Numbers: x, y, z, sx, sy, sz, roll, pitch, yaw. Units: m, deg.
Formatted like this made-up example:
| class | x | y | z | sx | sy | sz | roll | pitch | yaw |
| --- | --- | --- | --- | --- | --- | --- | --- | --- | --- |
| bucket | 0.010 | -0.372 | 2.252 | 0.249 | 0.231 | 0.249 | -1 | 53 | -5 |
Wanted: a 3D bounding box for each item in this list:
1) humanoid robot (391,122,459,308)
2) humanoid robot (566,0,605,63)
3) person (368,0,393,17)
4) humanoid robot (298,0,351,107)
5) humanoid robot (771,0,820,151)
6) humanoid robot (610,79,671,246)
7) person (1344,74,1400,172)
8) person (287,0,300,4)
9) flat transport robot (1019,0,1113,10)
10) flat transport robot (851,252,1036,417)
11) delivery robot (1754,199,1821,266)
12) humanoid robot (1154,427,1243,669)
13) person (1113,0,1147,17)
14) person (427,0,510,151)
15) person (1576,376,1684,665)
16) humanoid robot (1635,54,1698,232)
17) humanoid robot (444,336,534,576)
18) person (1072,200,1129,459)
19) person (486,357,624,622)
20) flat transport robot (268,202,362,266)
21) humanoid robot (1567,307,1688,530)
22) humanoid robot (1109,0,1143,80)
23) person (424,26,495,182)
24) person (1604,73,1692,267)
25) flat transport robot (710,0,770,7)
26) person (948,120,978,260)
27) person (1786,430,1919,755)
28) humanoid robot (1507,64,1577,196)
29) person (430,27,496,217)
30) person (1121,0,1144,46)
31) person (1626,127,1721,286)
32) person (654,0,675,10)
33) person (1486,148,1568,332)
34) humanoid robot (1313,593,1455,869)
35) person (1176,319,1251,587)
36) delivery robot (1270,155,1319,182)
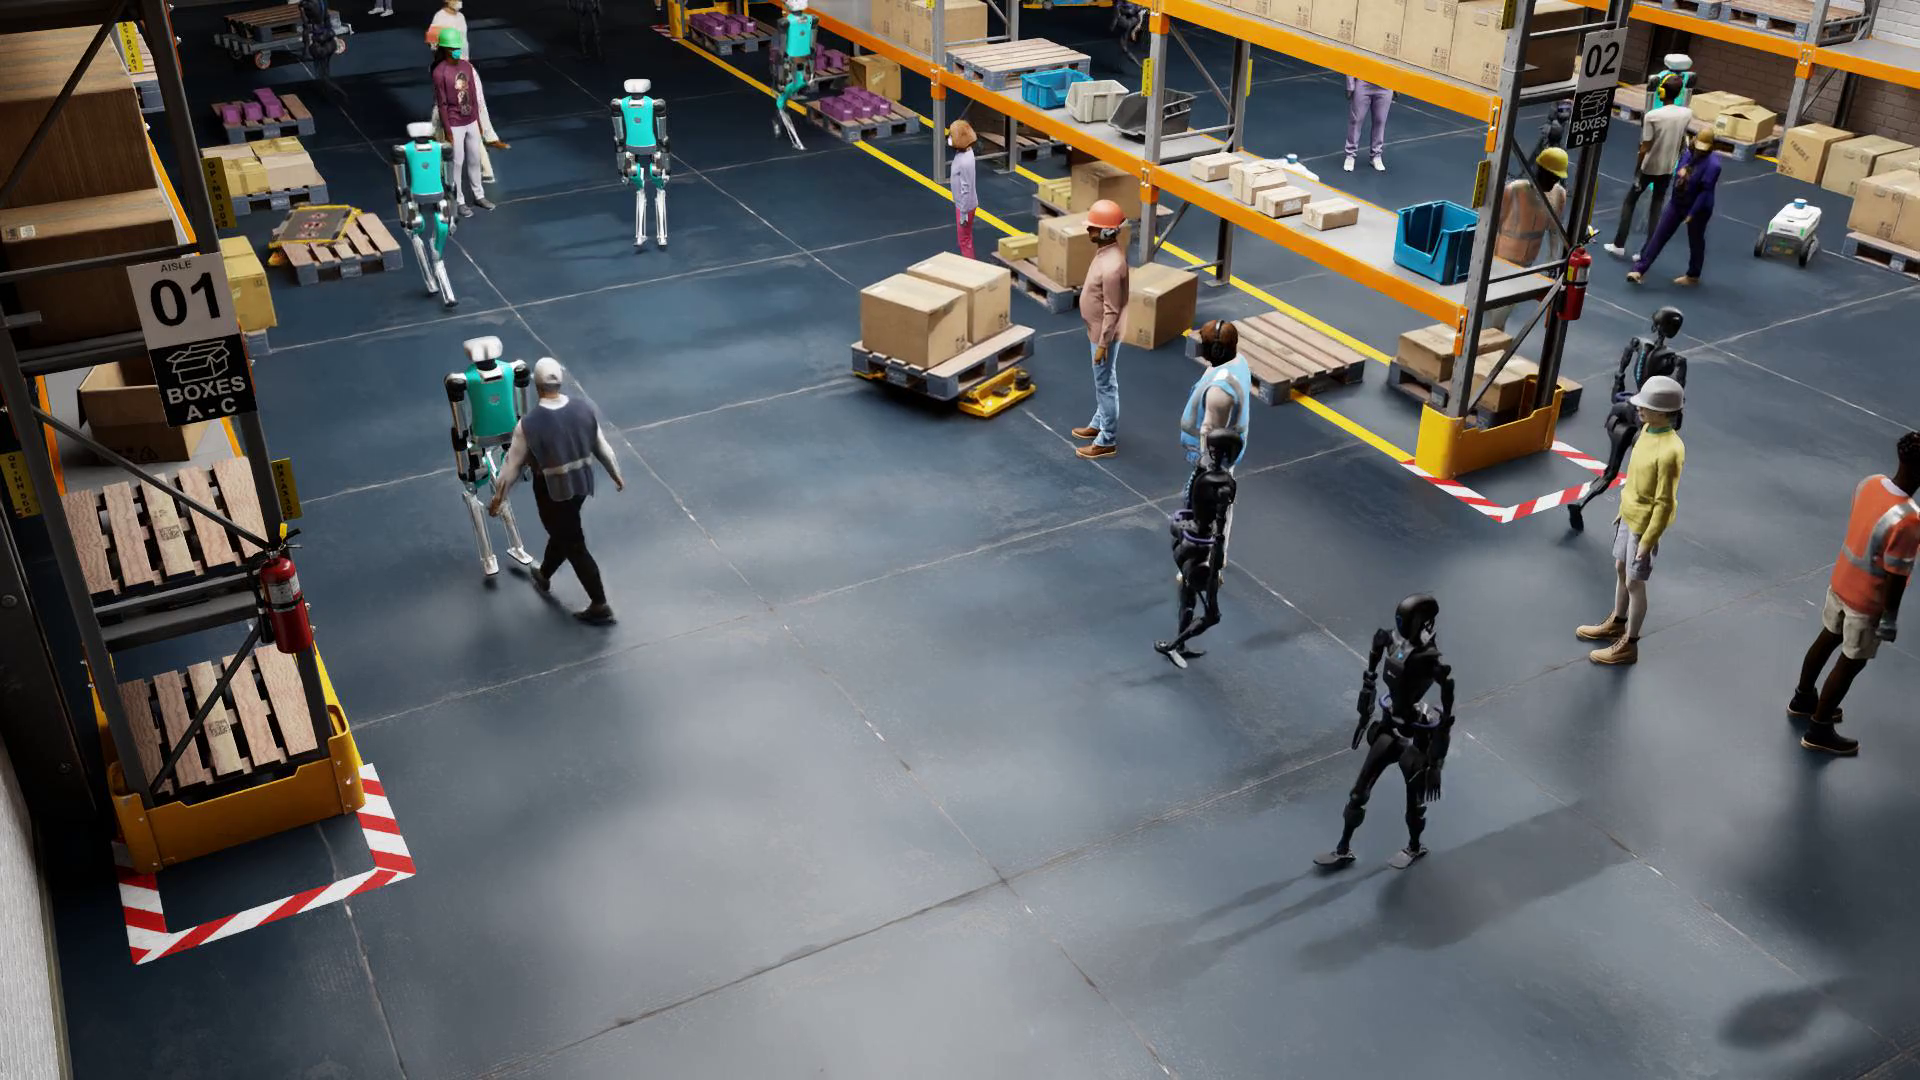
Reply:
| class | x | y | z | sx | sy | sz | roll | pitch | yaw |
| --- | --- | --- | --- | --- | --- | --- | --- | --- | --- |
| humanoid robot | -4.830 | -2.971 | 15.111 | 0.564 | 1.738 | 1.024 | -13 | 32 | -21 |
| humanoid robot | -5.172 | -7.454 | 22.958 | 0.599 | 1.657 | 0.315 | 11 | 32 | 19 |
| person | -8.998 | -8.892 | 25.515 | 0.498 | 1.633 | 0.278 | 22 | 36 | 33 |
| humanoid robot | -8.016 | -6.302 | 20.969 | 0.586 | 1.635 | 0.593 | 8 | 31 | 13 |
| humanoid robot | -2.069 | -5.494 | 19.519 | 0.545 | 1.777 | 0.957 | -21 | 36 | -32 |
| humanoid robot | -3.070 | -3.739 | 16.310 | 0.533 | 1.677 | 0.735 | 0 | 30 | -1 |
| person | 4.635 | -5.088 | 18.625 | 0.641 | 1.908 | 0.411 | 0 | 30 | -1 |
| person | -9.813 | -8.384 | 24.443 | 0.429 | 1.831 | 0.633 | 0 | 30 | 1 |
| flat transport robot | 1.657 | -8.604 | 26.387 | 1.431 | 0.231 | 0.659 | -3 | 30 | -6 |
| flat transport robot | -0.136 | -1.381 | 13.814 | 1.431 | 0.231 | 0.659 | 22 | 36 | 33 |
| delivery robot | 8.248 | -3.062 | 16.455 | 0.525 | 0.596 | 0.768 | 20 | 36 | 31 |
| humanoid robot | 1.411 | 0.045 | 9.919 | 0.388 | 1.643 | 0.621 | -4 | 30 | -7 |
| person | 2.564 | -8.906 | 25.364 | 0.689 | 1.814 | 0.337 | -17 | 34 | -26 |
| person | -5.863 | -5.457 | 19.288 | 1.027 | 1.898 | 0.634 | 9 | 31 | 15 |
| person | 4.079 | -0.113 | 9.982 | 0.400 | 1.887 | 0.485 | 1 | 30 | 2 |
| humanoid robot | 7.191 | -3.928 | 16.818 | 0.539 | 1.843 | 0.664 | -7 | 31 | -12 |
| humanoid robot | -3.087 | -0.609 | 10.862 | 0.533 | 1.677 | 0.735 | -17 | 34 | -28 |
| person | 1.058 | -1.568 | 12.409 | 0.376 | 1.995 | 0.610 | 0 | 30 | 1 |
| person | -2.555 | -0.321 | 10.533 | 0.883 | 1.695 | 0.833 | 22 | 37 | 33 |
| flat transport robot | -6.511 | -3.103 | 16.810 | 0.659 | 0.231 | 1.431 | -4 | 30 | -7 |
| humanoid robot | 4.622 | -0.802 | 11.418 | 0.700 | 1.625 | 0.609 | -15 | 33 | -25 |
| humanoid robot | 2.308 | -7.030 | 22.250 | 0.670 | 1.632 | 0.613 | 20 | 35 | 31 |
| person | -5.608 | -4.777 | 18.284 | 0.910 | 1.695 | 0.582 | 11 | 32 | 19 |
| person | 6.686 | -3.598 | 16.088 | 0.529 | 1.847 | 0.668 | -3 | 30 | -6 |
| flat transport robot | -3.262 | -8.685 | 26.528 | 1.431 | 0.231 | 0.659 | -8 | 31 | -13 |
| person | 0.028 | -3.083 | 15.416 | 0.277 | 1.628 | 0.503 | -2 | 30 | -3 |
| person | 5.054 | 0.277 | 9.243 | 0.394 | 1.956 | 0.603 | 3 | 30 | 5 |
| humanoid robot | 6.367 | -4.554 | 17.959 | 0.755 | 1.630 | 0.608 | 13 | 32 | 21 |
| person | -5.208 | -4.357 | 17.322 | 0.431 | 1.944 | 0.482 | 18 | 35 | 29 |
| person | 2.544 | -7.978 | 23.702 | 0.582 | 1.860 | 0.697 | -9 | 31 | -15 |
| person | 6.709 | -3.068 | 15.436 | 0.836 | 1.562 | 0.463 | -16 | 33 | -25 |
| person | -4.649 | -9.161 | 25.866 | 0.569 | 1.750 | 0.328 | -6 | 30 | -10 |
| person | 4.711 | -2.400 | 13.977 | 0.607 | 1.875 | 0.618 | -8 | 31 | -13 |
| humanoid robot | 2.179 | 1.004 | 8.267 | 0.641 | 1.637 | 0.595 | -18 | 35 | -28 |
| person | 1.642 | -0.567 | 10.828 | 0.429 | 1.837 | 0.618 | 8 | 31 | 14 |
| delivery robot | 3.527 | -3.784 | 17.726 | 0.499 | 0.611 | 0.804 | -10 | 31 | -17 |
